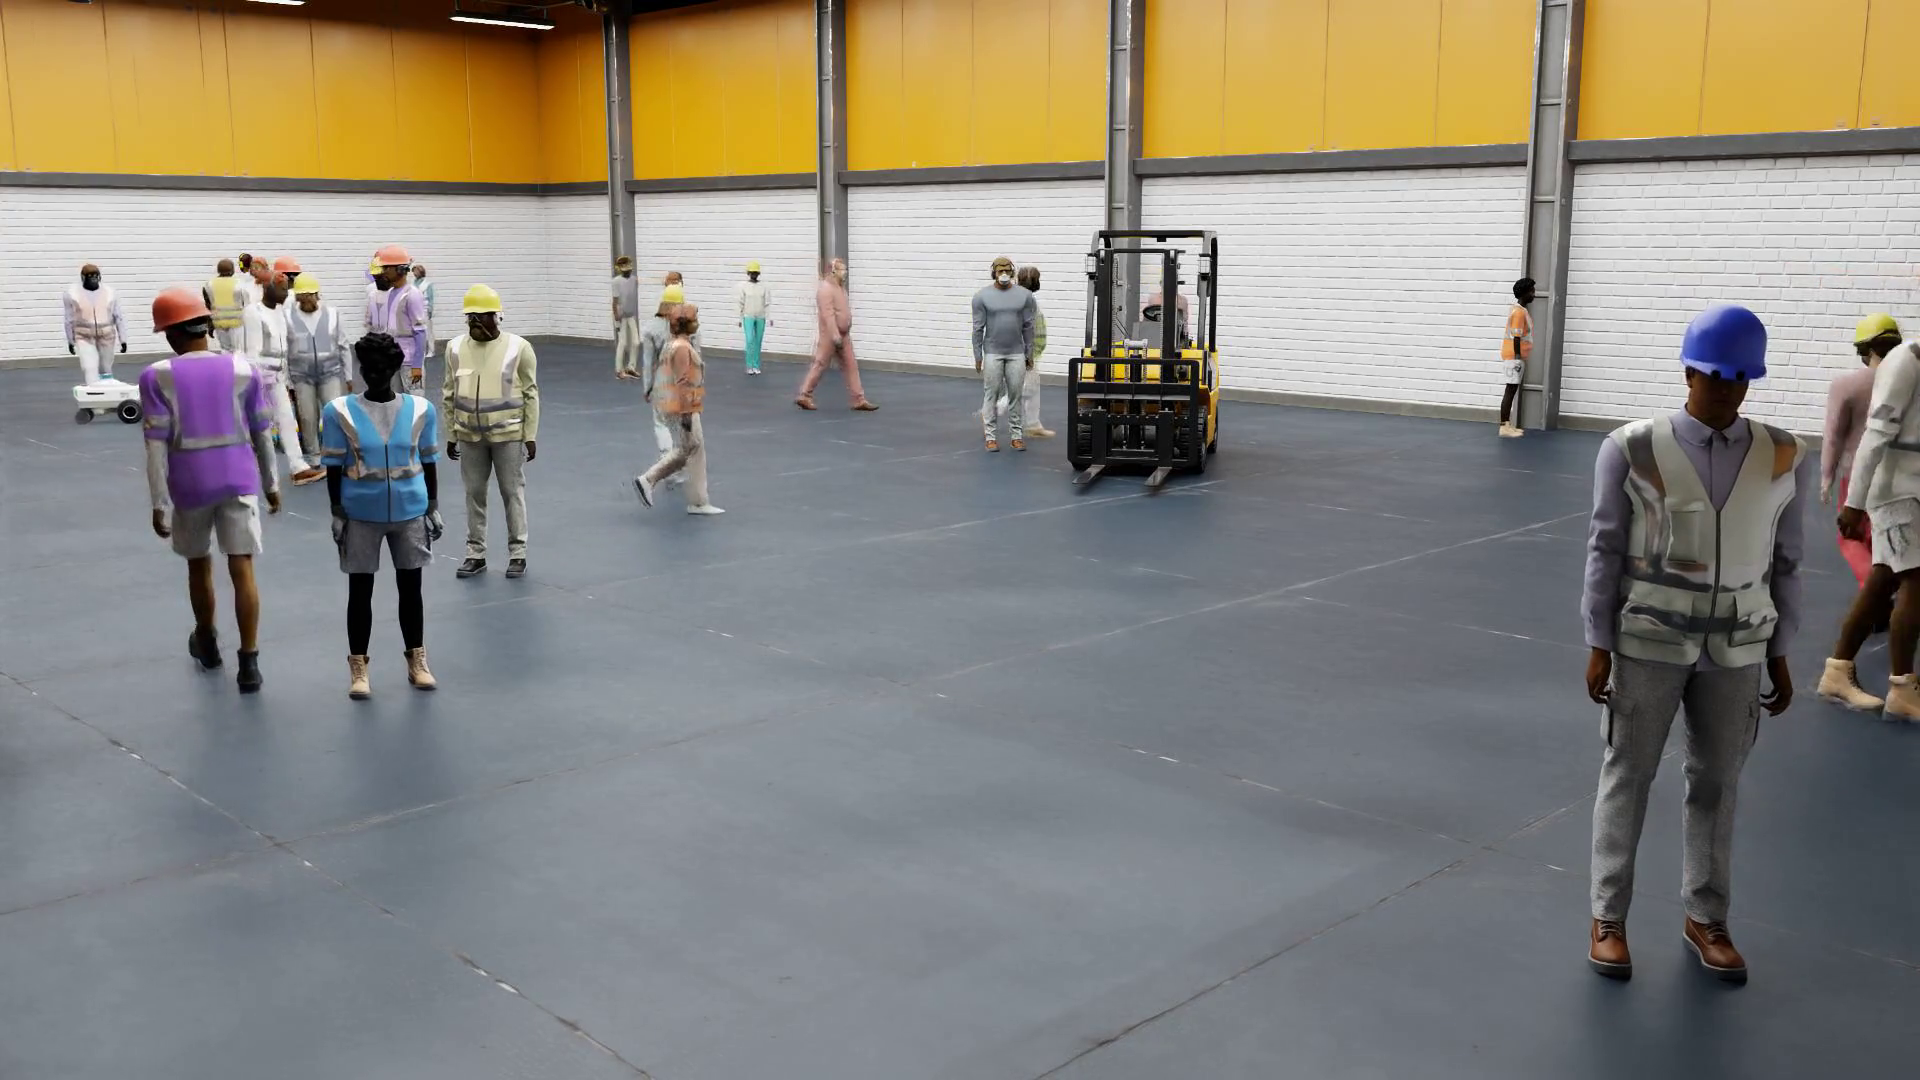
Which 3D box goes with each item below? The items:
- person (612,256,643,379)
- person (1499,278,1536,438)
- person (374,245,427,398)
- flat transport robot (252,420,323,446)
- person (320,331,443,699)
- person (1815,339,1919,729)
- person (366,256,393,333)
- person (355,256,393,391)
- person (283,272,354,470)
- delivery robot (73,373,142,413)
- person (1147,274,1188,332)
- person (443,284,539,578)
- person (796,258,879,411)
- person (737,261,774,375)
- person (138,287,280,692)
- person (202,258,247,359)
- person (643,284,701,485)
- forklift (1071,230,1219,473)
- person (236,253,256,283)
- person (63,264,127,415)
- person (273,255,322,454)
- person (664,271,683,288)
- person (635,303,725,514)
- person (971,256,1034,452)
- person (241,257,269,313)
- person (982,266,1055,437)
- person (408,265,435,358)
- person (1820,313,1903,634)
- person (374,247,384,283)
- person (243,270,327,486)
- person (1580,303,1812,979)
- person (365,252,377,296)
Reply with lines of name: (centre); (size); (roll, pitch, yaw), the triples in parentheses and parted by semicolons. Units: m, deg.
person: (-4.966, -3.278, 24.587); (0.551, 1.828, 0.534); (9, 14, 40)
person: (5.901, -1.929, 17.631); (0.321, 1.691, 0.531); (4, 11, 20)
person: (-5.032, -1.625, 15.001); (0.390, 2.041, 0.614); (-9, 14, -40)
flat transport robot: (-6.806, -1.082, 16.875); (1.431, 0.197, 0.652); (-6, 12, -32)
person: (-2.672, -0.119, 7.728); (0.530, 1.696, 0.322); (-6, 12, -28)
person: (4.218, -0.184, 7.274); (0.691, 1.992, 0.796); (-9, 14, -40)
person: (-7.114, -2.557, 20.548); (0.326, 1.874, 0.518); (7, 12, 32)
person: (-6.008, -2.015, 17.468); (0.611, 1.917, 0.431); (7, 12, 32)
person: (-5.682, -1.444, 14.656); (0.652, 1.810, 0.452); (-5, 12, -26)
delivery robot: (-9.696, -1.657, 18.967); (0.707, 0.478, 0.477); (-3, 11, -17)
person: (2.519, -2.429, 20.233); (0.542, 1.725, 0.507); (4, 11, 19)
person: (-2.928, -0.670, 10.363); (0.596, 1.831, 0.403); (1, 10, 5)
person: (-1.543, -2.484, 20.212); (1.002, 1.862, 0.643); (4, 11, 22)
person: (-3.104, -3.385, 25.441); (0.527, 1.740, 0.771); (-5, 11, -24)
person: (-3.592, -0.259, 7.990); (0.598, 1.876, 0.953); (-6, 12, -30)
person: (-10.068, -2.963, 22.904); (0.635, 1.819, 0.733); (-1, 10, -5)
person: (-2.440, -1.314, 14.171); (0.492, 1.718, 0.688); (-2, 11, -11)
forklift: (1.804, -1.825, 15.677); (1.214, 2.155, 2.313); (2, 11, 13)
person: (-10.500, -3.296, 24.587); (0.312, 1.869, 0.538); (5, 11, 24)
person: (-10.426, -2.429, 20.080); (0.642, 1.801, 0.958); (-7, 12, -33)
person: (-6.524, -1.811, 16.298); (0.365, 1.939, 0.542); (1, 10, 7)
person: (-4.073, -3.027, 23.797); (0.347, 1.625, 0.500); (3, 11, 17)
person: (-2.150, -0.986, 12.667); (0.608, 1.623, 0.520); (-2, 11, -9)
person: (0.426, -1.831, 16.448); (0.630, 1.934, 0.366); (-2, 11, -11)
person: (-8.678, -2.582, 20.736); (0.599, 1.840, 0.935); (0, 10, -2)
person: (0.621, -1.957, 17.414); (0.731, 1.820, 0.634); (-1, 10, -7)
person: (-9.389, -3.947, 28.832); (0.550, 1.599, 0.796); (3, 11, 17)
person: (4.853, -0.326, 8.788); (0.528, 1.734, 0.653); (1, 10, 5)
person: (-7.985, -3.137, 23.434); (0.835, 1.973, 0.614); (2, 11, 10)
person: (-5.843, -1.360, 14.118); (0.930, 1.826, 0.670); (2, 11, 10)
person: (2.095, 0.299, 4.777); (0.603, 1.944, 0.391); (1, 10, 5)
person: (-10.470, -4.301, 30.142); (0.564, 1.841, 0.391); (-1, 10, -3)
